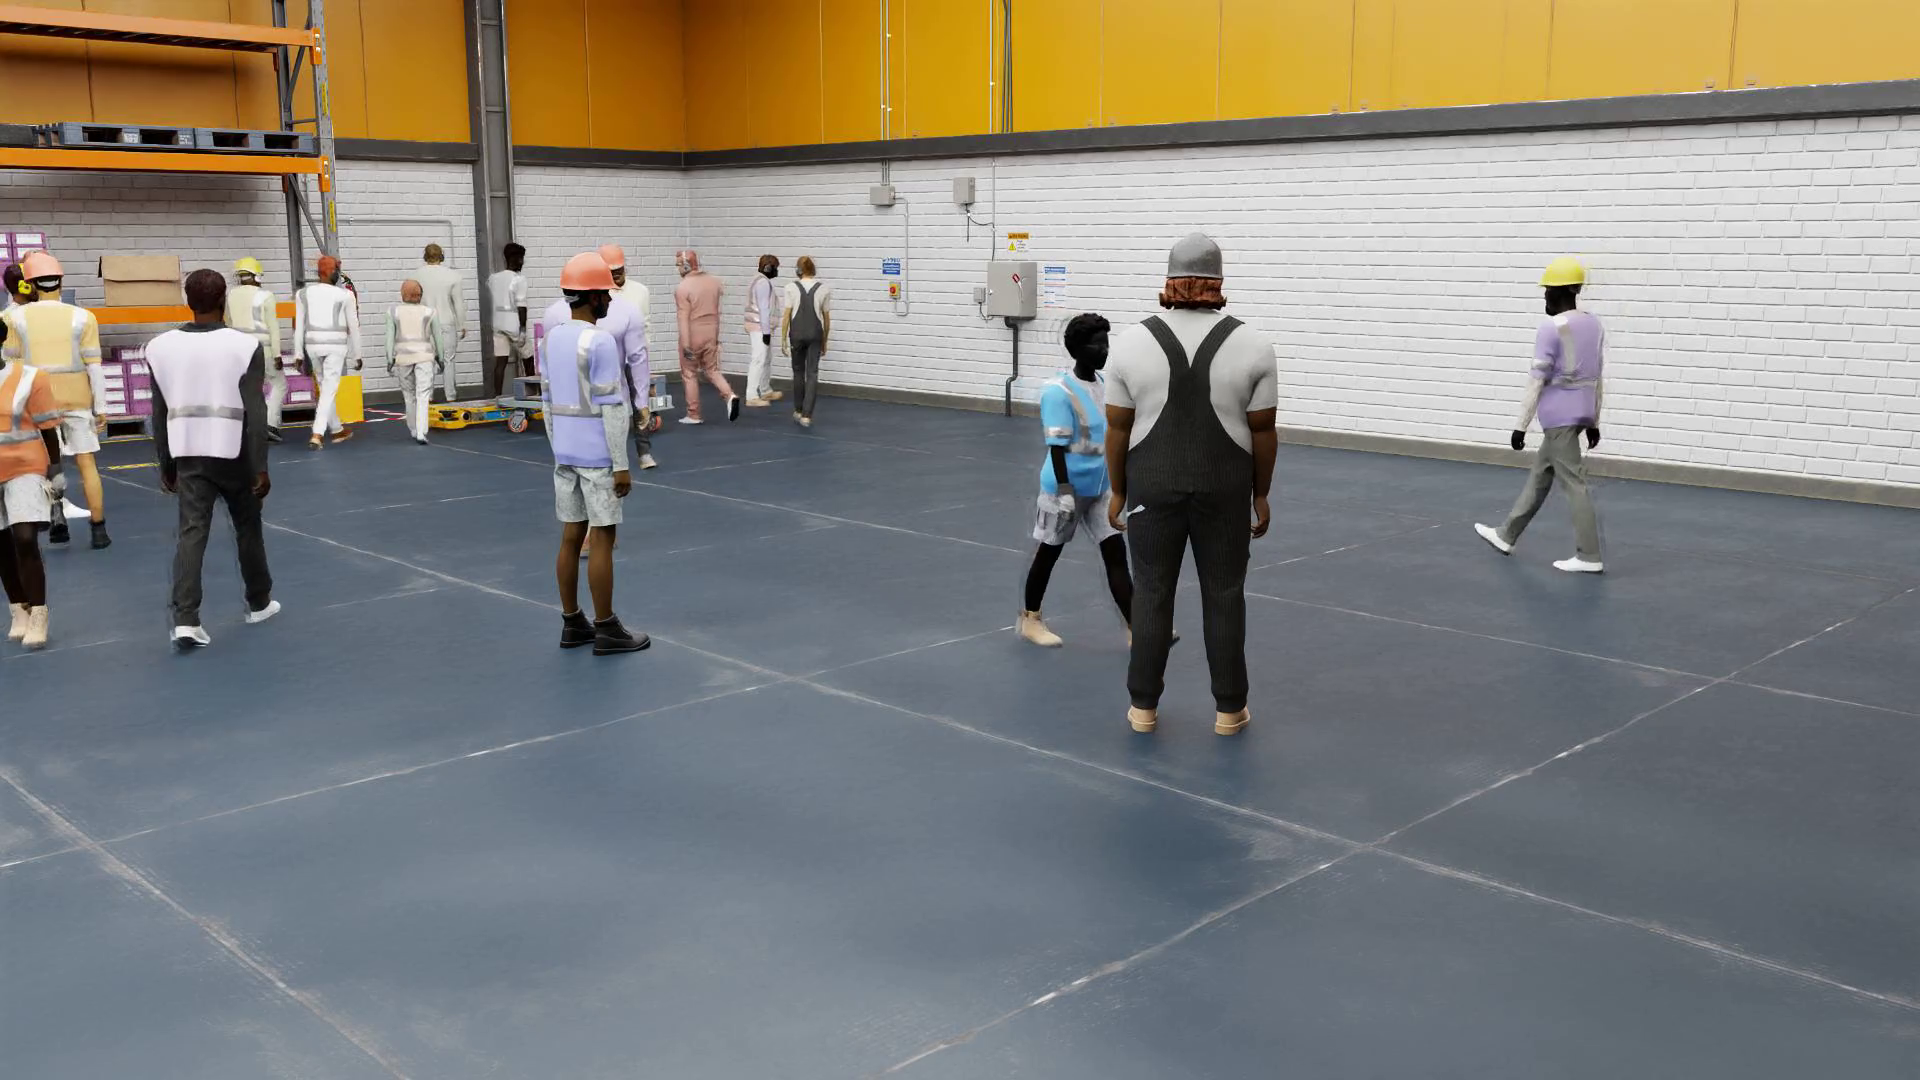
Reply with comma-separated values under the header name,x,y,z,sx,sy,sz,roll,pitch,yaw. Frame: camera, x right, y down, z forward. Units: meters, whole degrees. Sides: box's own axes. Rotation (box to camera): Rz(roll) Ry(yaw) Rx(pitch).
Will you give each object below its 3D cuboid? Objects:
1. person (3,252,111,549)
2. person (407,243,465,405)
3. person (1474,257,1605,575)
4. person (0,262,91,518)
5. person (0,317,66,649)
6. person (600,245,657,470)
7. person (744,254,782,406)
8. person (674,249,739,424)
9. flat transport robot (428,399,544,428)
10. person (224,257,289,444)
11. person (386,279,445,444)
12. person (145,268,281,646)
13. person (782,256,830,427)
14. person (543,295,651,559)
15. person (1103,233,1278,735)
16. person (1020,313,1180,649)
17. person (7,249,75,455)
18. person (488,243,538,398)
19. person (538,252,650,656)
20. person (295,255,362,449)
name,x,y,z,sx,sy,sz,roll,pitch,yaw
person,-5.802,-0.886,10.720,0.564,1.911,0.448,-5,12,-27
person,-6.122,-2.500,19.473,0.642,1.937,0.391,0,10,-2
person,3.566,-0.762,10.128,0.612,1.876,0.954,-9,14,-41
person,-6.576,-1.011,11.614,0.797,1.844,0.526,-8,13,-36
person,-4.707,-0.290,8.115,0.538,1.671,0.643,-2,11,-10
person,-2.939,-1.564,14.363,0.619,1.932,0.898,-5,11,-24
person,-2.372,-2.517,19.940,0.459,1.812,0.750,-2,11,-12
person,-2.735,-2.136,17.647,0.707,1.879,0.671,8,13,38
flat transport robot,-5.117,-1.375,17.869,0.652,0.197,1.431,8,13,36
person,-6.791,-1.817,16.062,0.596,1.813,0.418,2,11,13
person,-5.331,-1.746,16.284,0.536,1.594,0.872,-2,11,-9
person,-3.775,-0.425,8.371,0.593,1.869,1.001,-1,10,-5
person,-1.659,-2.131,17.849,0.529,1.784,0.903,-2,11,-8
person,-2.269,-0.840,10.484,0.644,1.906,0.816,-4,11,-18
person,0.937,-0.228,6.785,0.690,2.000,0.538,2,11,9
person,0.622,-0.250,7.961,0.889,1.647,0.545,10,14,43
person,-8.290,-1.672,15.068,0.398,1.900,0.635,0,10,-3
person,-5.086,-2.455,19.243,0.609,1.916,0.916,5,12,27
person,-1.785,-0.412,8.069,0.542,1.939,0.369,9,14,41
person,-6.068,-1.801,15.947,0.586,1.844,1.001,0,10,1
